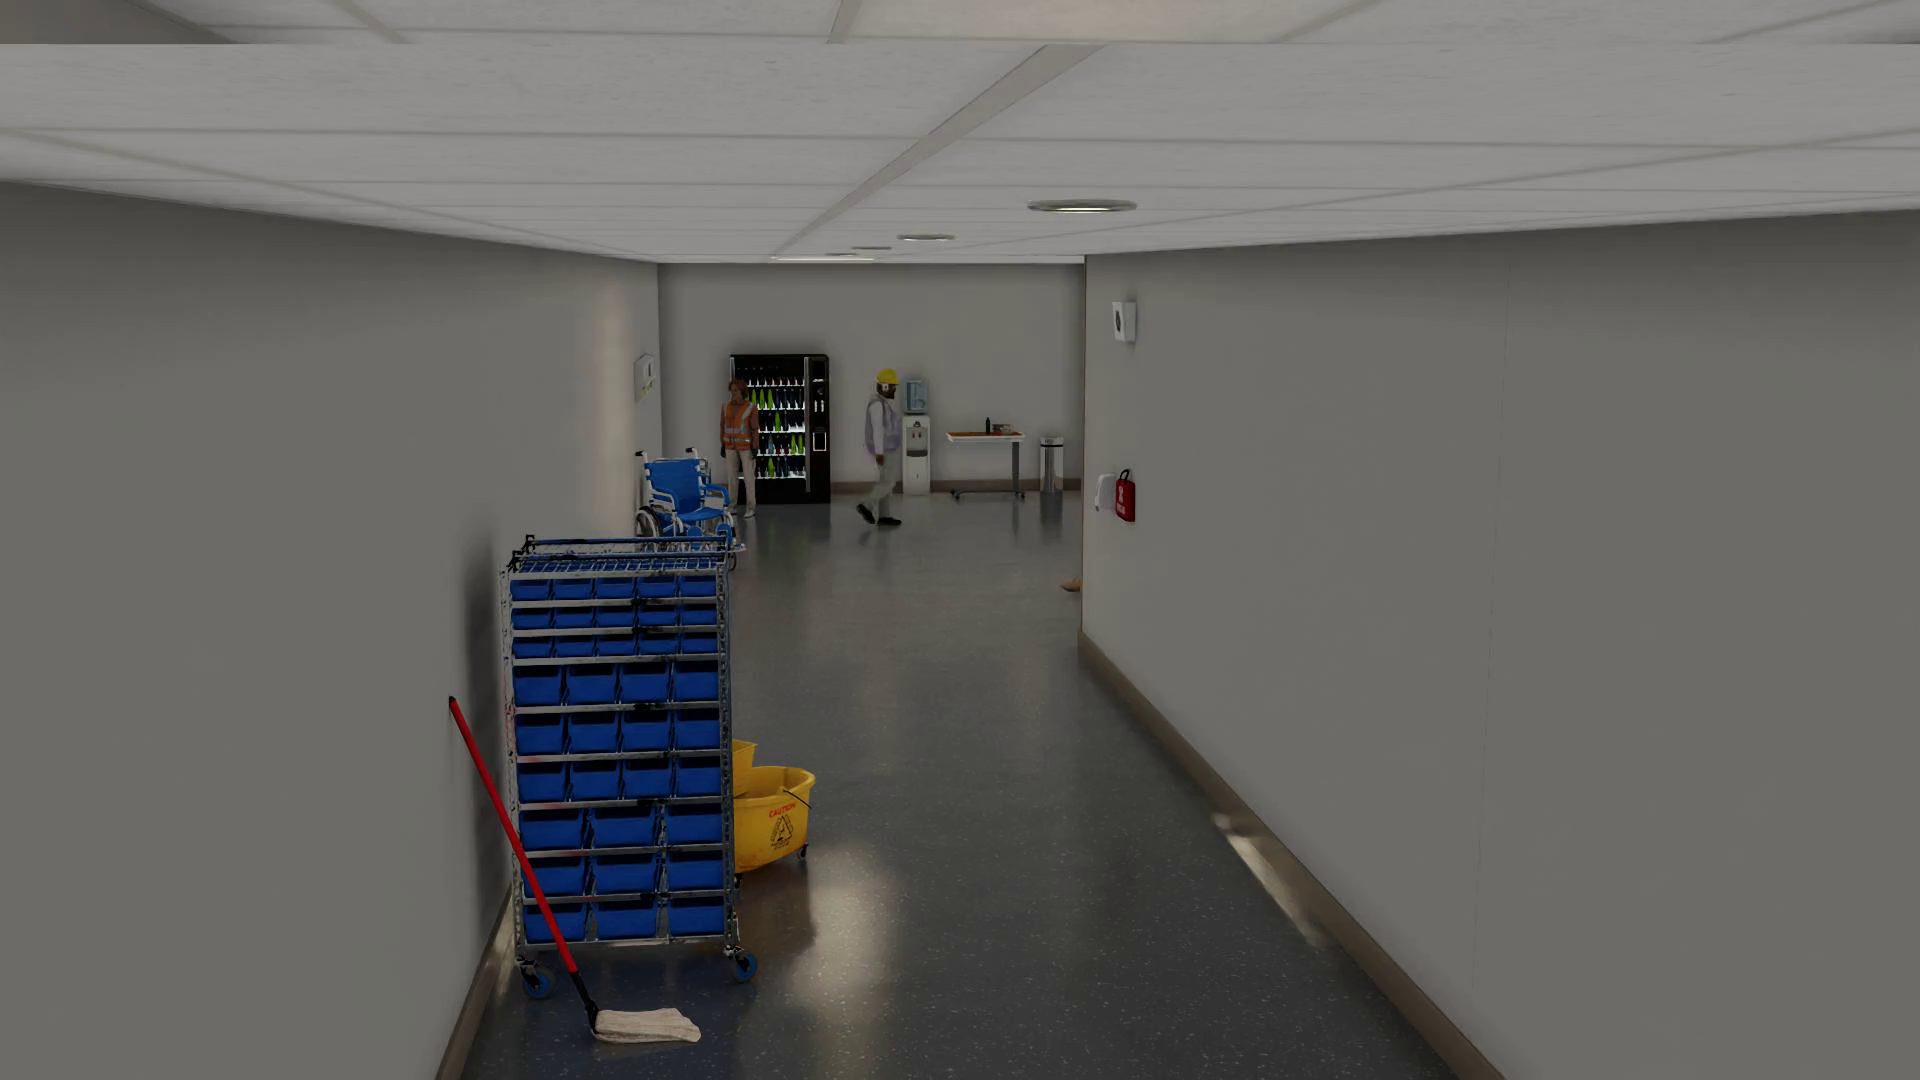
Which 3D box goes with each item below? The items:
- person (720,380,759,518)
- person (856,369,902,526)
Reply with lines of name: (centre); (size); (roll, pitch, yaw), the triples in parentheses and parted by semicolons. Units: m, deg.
person: (-2.617, -1.085, 19.736); (0.513, 1.641, 0.309); (4, 10, 22)
person: (-0.885, -1.044, 18.947); (0.433, 1.809, 0.605); (1, 9, 9)
